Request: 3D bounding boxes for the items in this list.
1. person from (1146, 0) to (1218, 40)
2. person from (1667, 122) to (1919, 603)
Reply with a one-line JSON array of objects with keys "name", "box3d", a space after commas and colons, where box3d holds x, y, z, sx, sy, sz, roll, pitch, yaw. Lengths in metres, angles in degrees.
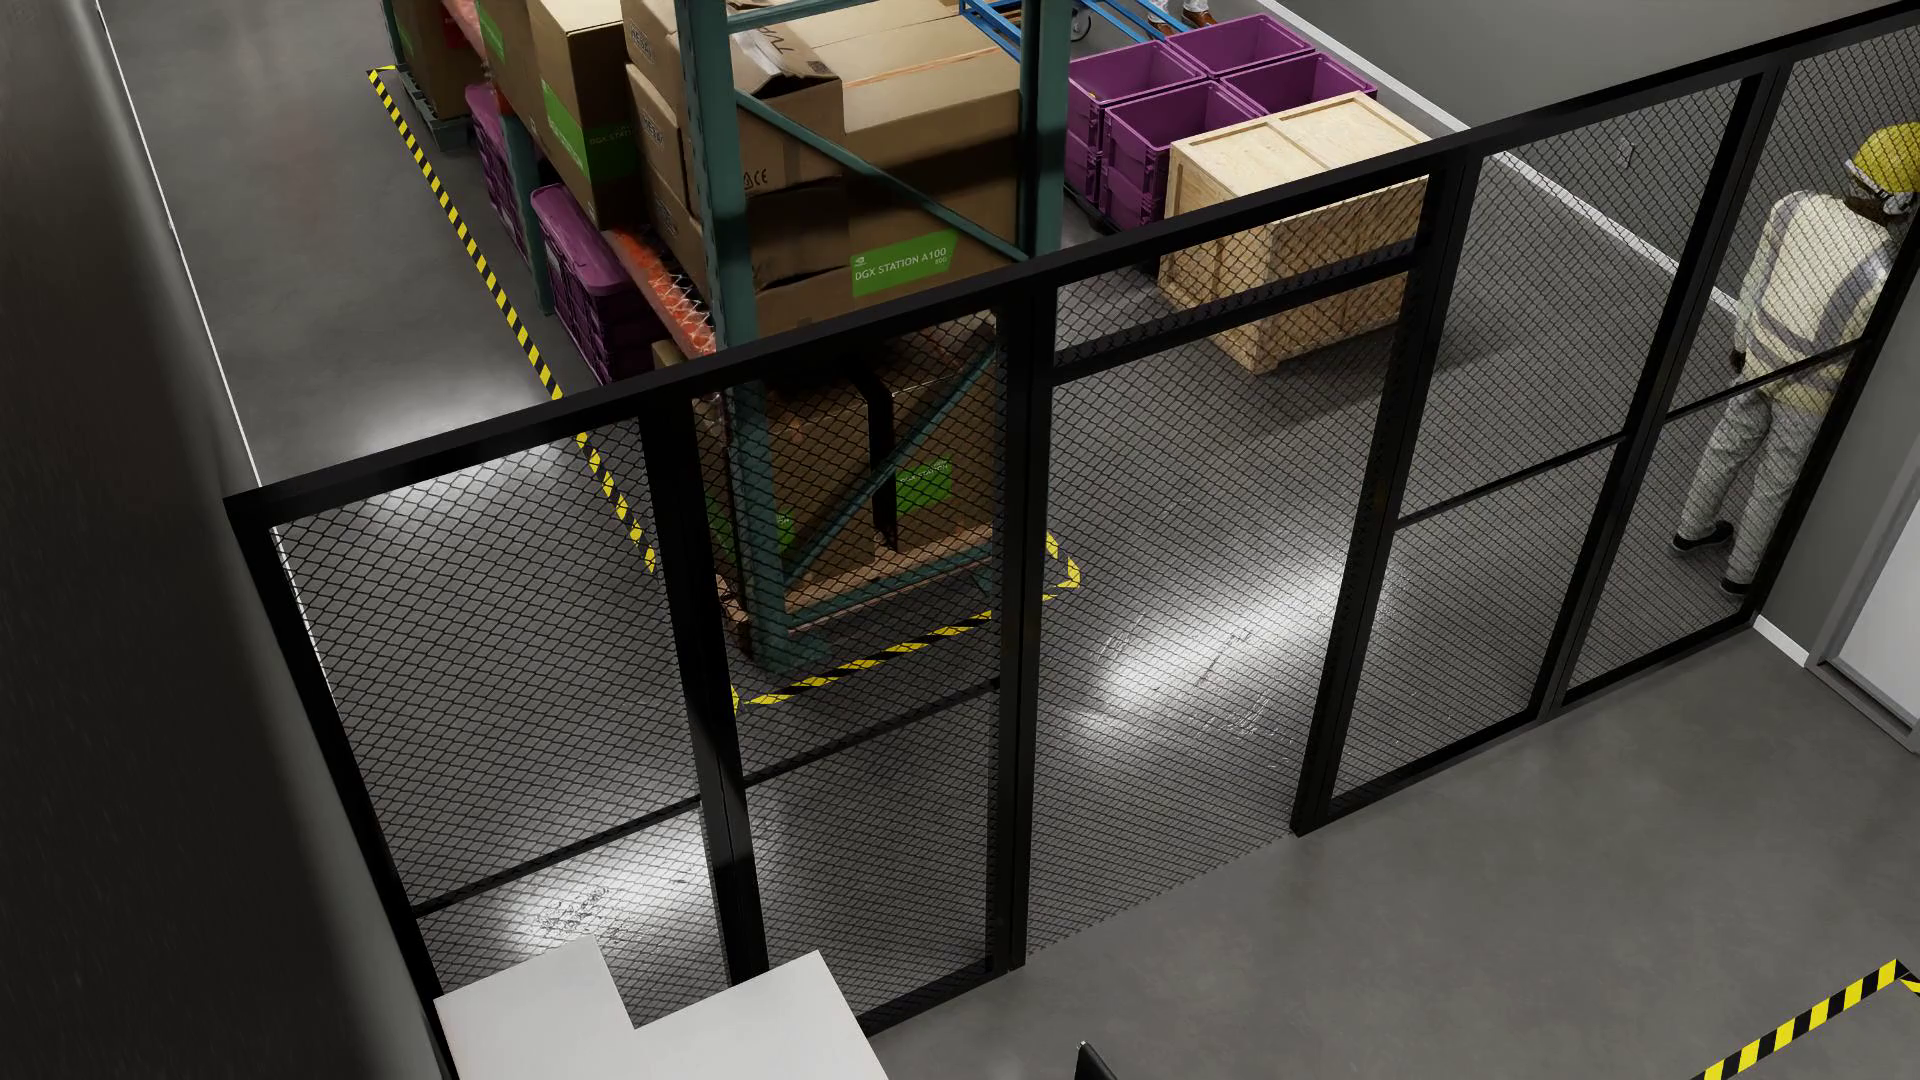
[{"name": "person", "box3d": [1.285, -3.622, 8.908, 0.633, 1.938, 0.356, -21, 46, -21]}, {"name": "person", "box3d": [2.873, -0.578, 5.656, 0.404, 1.829, 0.600, -14, 44, -15]}]
